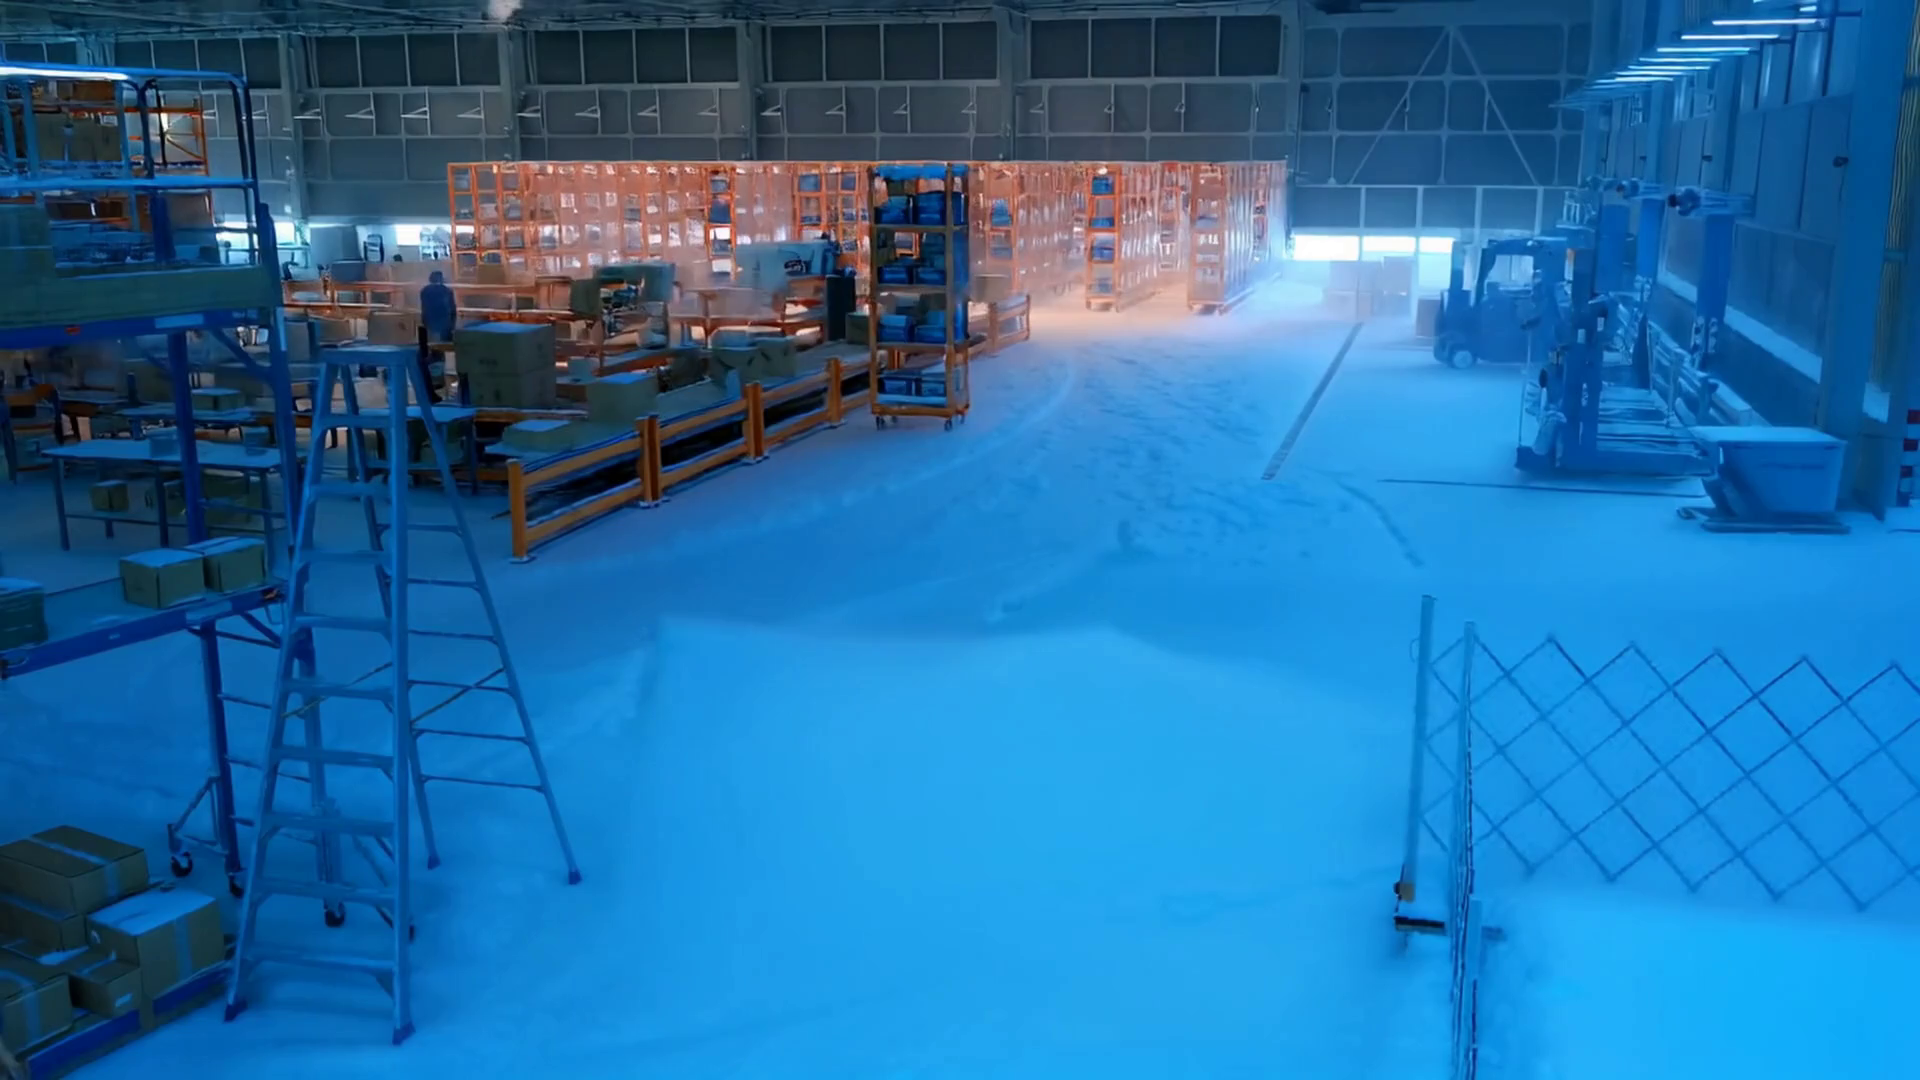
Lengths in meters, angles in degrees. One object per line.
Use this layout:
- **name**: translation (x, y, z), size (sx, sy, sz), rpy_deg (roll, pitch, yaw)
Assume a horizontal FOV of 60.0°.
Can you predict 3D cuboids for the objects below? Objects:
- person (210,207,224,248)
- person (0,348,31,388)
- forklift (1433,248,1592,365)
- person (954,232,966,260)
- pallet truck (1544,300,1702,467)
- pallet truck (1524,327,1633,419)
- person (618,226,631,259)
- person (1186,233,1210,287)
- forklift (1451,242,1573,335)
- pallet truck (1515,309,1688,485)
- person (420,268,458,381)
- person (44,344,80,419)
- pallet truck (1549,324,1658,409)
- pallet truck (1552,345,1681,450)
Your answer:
- **person**: translation (-30.192, -12.663, 67.487), size (0.562, 1.729, 0.686), rpy_deg (-5, 14, -19)
- **person**: translation (-13.538, -2.627, 23.683), size (0.375, 1.933, 0.550), rpy_deg (12, 18, 42)
- **forklift**: translation (9.780, -4.111, 29.280), size (2.680, 1.987, 1.157), rpy_deg (3, 13, 14)
- **person**: translation (-0.061, -8.746, 50.005), size (0.628, 1.979, 0.436), rpy_deg (-1, 13, -3)
- **pallet truck**: translation (8.263, -1.952, 20.631), size (1.885, 1.965, 0.823), rpy_deg (5, 14, 20)
- **pallet truck**: translation (9.065, -2.460, 24.370), size (1.522, 1.261, 0.704), rpy_deg (3, 13, 14)
- **person**: translation (-10.577, -9.292, 52.819), size (0.976, 1.779, 0.611), rpy_deg (5, 14, 21)
- **person**: translation (6.805, -7.881, 46.657), size (0.918, 1.809, 0.584), rpy_deg (5, 14, 19)
- **forklift**: translation (10.464, -4.597, 31.405), size (2.680, 1.987, 1.157), rpy_deg (4, 14, 16)
- **pallet truck**: translation (7.554, -1.677, 19.446), size (1.885, 1.965, 0.823), rpy_deg (3, 13, 14)
- **person**: translation (-8.773, -3.631, 28.121), size (0.645, 1.900, 0.395), rpy_deg (4, 14, 15)
- **person**: translation (-12.999, -2.758, 24.033), size (0.638, 2.031, 0.647), rpy_deg (0, 13, 2)
- **pallet truck**: translation (9.824, -2.669, 25.407), size (1.601, 1.201, 0.680), rpy_deg (4, 14, 16)
- **pallet truck**: translation (8.641, -1.896, 21.908), size (1.630, 1.274, 0.653), rpy_deg (4, 14, 16)
